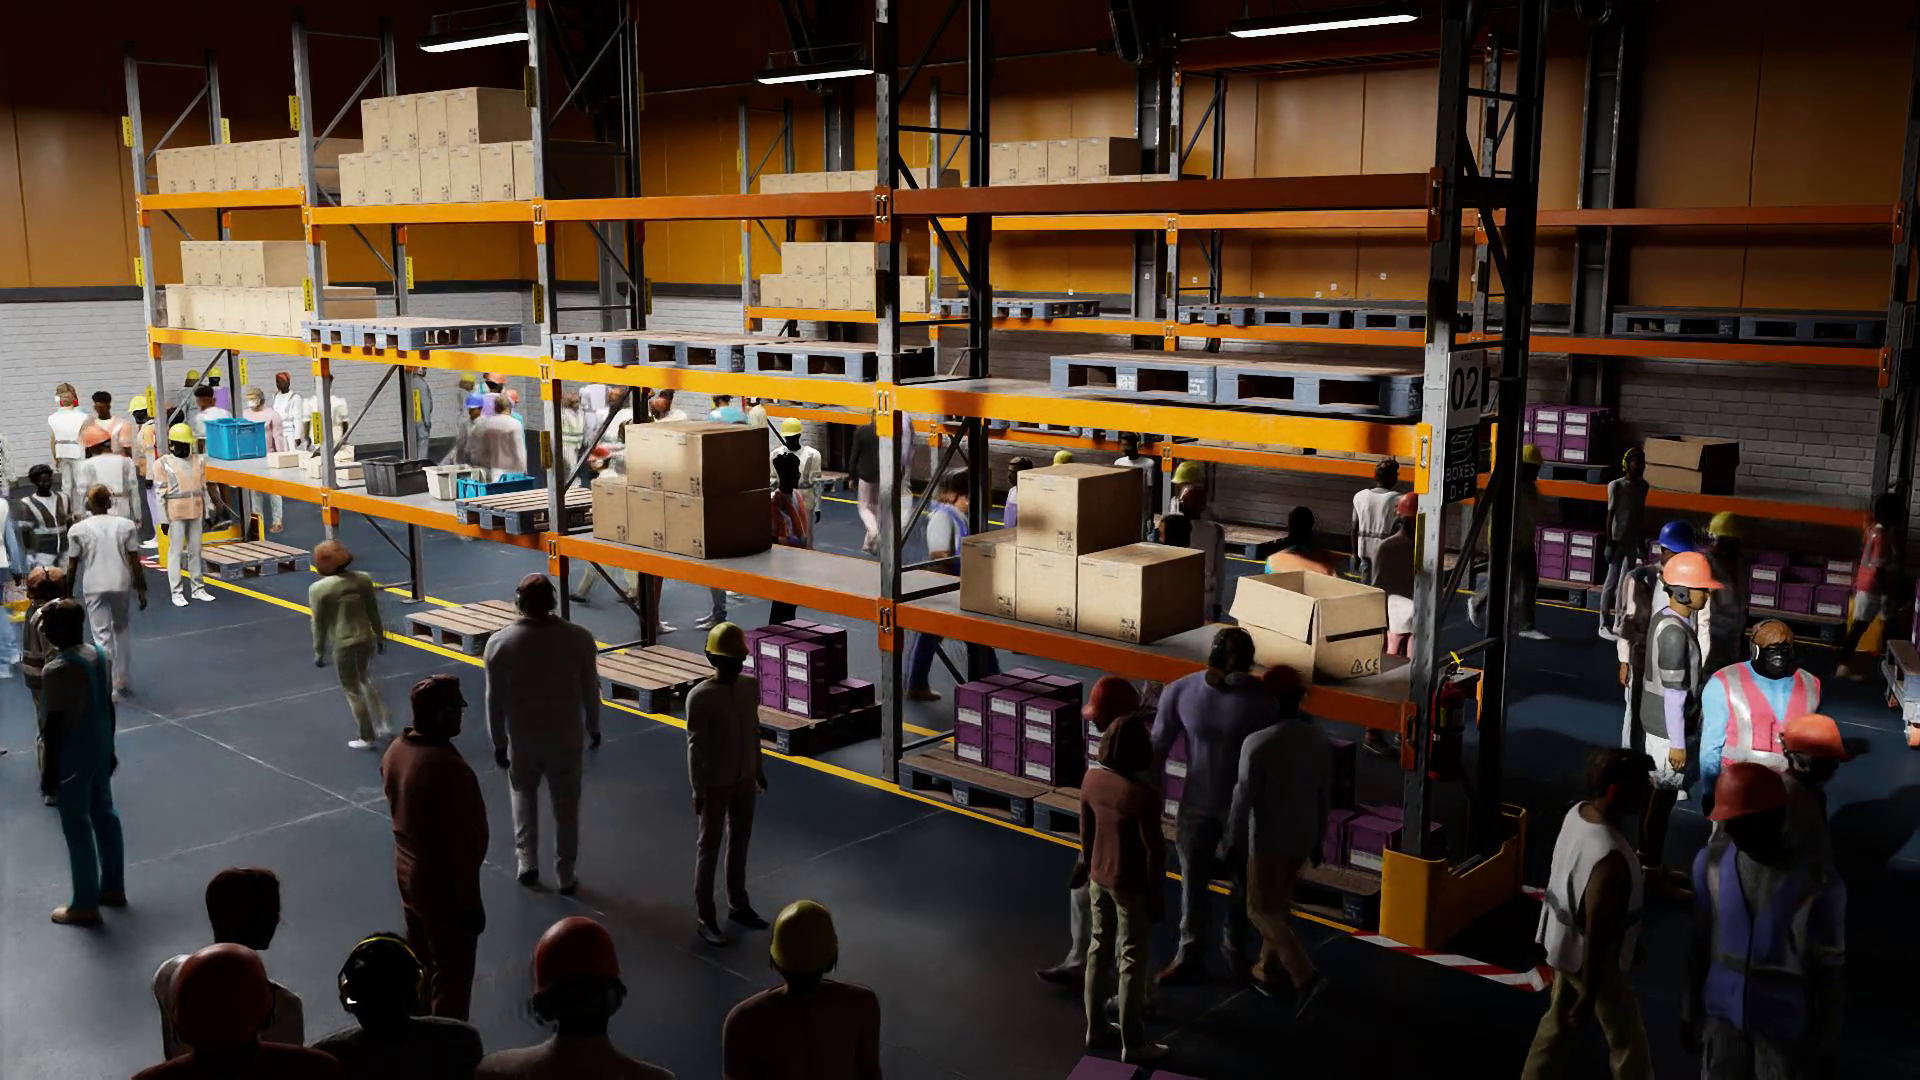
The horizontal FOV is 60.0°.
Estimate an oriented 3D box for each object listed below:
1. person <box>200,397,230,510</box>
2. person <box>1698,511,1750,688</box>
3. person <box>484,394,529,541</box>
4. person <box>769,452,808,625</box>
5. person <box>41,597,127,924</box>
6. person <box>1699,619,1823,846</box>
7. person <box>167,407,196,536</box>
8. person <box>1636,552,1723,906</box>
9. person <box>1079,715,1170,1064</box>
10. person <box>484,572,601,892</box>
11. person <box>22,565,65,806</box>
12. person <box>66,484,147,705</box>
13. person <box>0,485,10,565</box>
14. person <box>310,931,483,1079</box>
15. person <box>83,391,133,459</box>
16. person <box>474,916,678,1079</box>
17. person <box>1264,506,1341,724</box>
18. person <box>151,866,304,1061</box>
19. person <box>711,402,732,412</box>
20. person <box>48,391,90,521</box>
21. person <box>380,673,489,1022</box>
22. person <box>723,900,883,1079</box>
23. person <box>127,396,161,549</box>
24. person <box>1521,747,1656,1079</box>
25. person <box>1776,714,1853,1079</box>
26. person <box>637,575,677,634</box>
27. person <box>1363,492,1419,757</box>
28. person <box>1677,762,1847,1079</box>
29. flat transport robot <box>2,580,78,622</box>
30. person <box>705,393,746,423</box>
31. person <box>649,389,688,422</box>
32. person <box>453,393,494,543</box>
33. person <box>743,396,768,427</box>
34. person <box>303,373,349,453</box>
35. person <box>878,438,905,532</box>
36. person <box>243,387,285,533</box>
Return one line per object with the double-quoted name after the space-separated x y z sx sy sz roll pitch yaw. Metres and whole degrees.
-10.765 -1.252 23.904 0.309 1.641 0.514 0 10 0 "person"
5.708 0.654 12.657 0.600 1.814 0.697 -4 11 -23 "person"
-5.797 -0.903 21.234 0.681 1.900 0.560 8 13 38 "person"
-1.536 0.191 14.822 0.367 1.966 0.607 4 11 21 "person"
-4.943 1.223 9.349 0.347 1.840 0.508 1 10 6 "person"
4.225 1.321 8.787 0.630 1.843 0.429 0 10 -1 "person"
-10.153 -0.882 21.653 0.319 1.696 0.532 3 10 15 "person"
4.139 1.072 9.624 0.381 2.043 0.609 3 10 17 "person"
0.764 1.609 7.735 0.280 1.636 0.501 -9 13 -40 "person"
-2.438 1.123 9.790 0.653 1.890 0.534 -2 10 -13 "person"
-6.176 0.983 11.293 0.314 1.633 0.518 -7 12 -34 "person"
-7.150 0.428 13.891 0.564 1.817 0.763 -8 13 -38 "person"
-11.483 -0.482 19.587 0.525 1.629 0.313 5 11 25 "person"
-1.637 2.010 4.874 0.533 1.857 0.366 -3 10 -16 "person"
-10.833 -0.925 21.164 0.614 1.958 0.400 0 10 -2 "person"
-1.019 2.005 4.559 0.641 1.964 0.571 1 10 7 "person"
2.444 0.696 12.201 0.621 1.888 0.777 -4 11 -23 "person"
-2.247 1.932 5.246 0.582 1.879 0.369 4 11 24 "person"
-3.243 -1.087 22.679 0.303 1.742 0.493 -8 13 -38 "person"
-11.967 -1.087 22.421 0.564 1.839 0.389 1 10 3 "person"
-2.306 1.532 7.450 0.401 1.899 0.636 -9 13 -40 "person"
-0.485 1.978 5.286 0.534 1.766 0.317 -4 11 -21 "person"
-10.183 -0.854 20.896 0.396 1.913 0.591 -4 11 -24 "person"
2.650 1.707 6.689 0.846 1.806 0.569 1 10 4 "person"
3.726 1.616 7.380 0.362 1.748 0.573 6 12 31 "person"
-3.007 -0.024 16.220 0.410 1.908 0.598 -6 12 -31 "person"
3.309 0.620 12.357 0.619 1.986 0.410 -5 11 -28 "person"
2.913 1.763 6.120 0.506 1.899 0.570 -10 14 -43 "person"
-9.725 0.616 17.207 1.431 0.197 0.652 9 13 40 "flat transport robot"
-3.162 -1.082 21.956 1.086 1.980 0.620 8 13 38 "person"
-3.982 -1.154 22.709 0.590 1.886 0.873 0 10 2 "person"
-6.264 -0.952 21.471 0.642 1.909 0.821 5 11 28 "person"
-2.992 -1.374 24.317 0.354 1.738 0.573 1 10 6 "person"
-9.287 -1.497 24.449 0.613 1.924 0.867 -2 10 -11 "person"
-0.922 -0.916 21.215 0.387 1.924 0.548 9 14 42 "person"
-9.216 -1.053 21.935 0.635 1.937 0.357 1 10 6 "person"
